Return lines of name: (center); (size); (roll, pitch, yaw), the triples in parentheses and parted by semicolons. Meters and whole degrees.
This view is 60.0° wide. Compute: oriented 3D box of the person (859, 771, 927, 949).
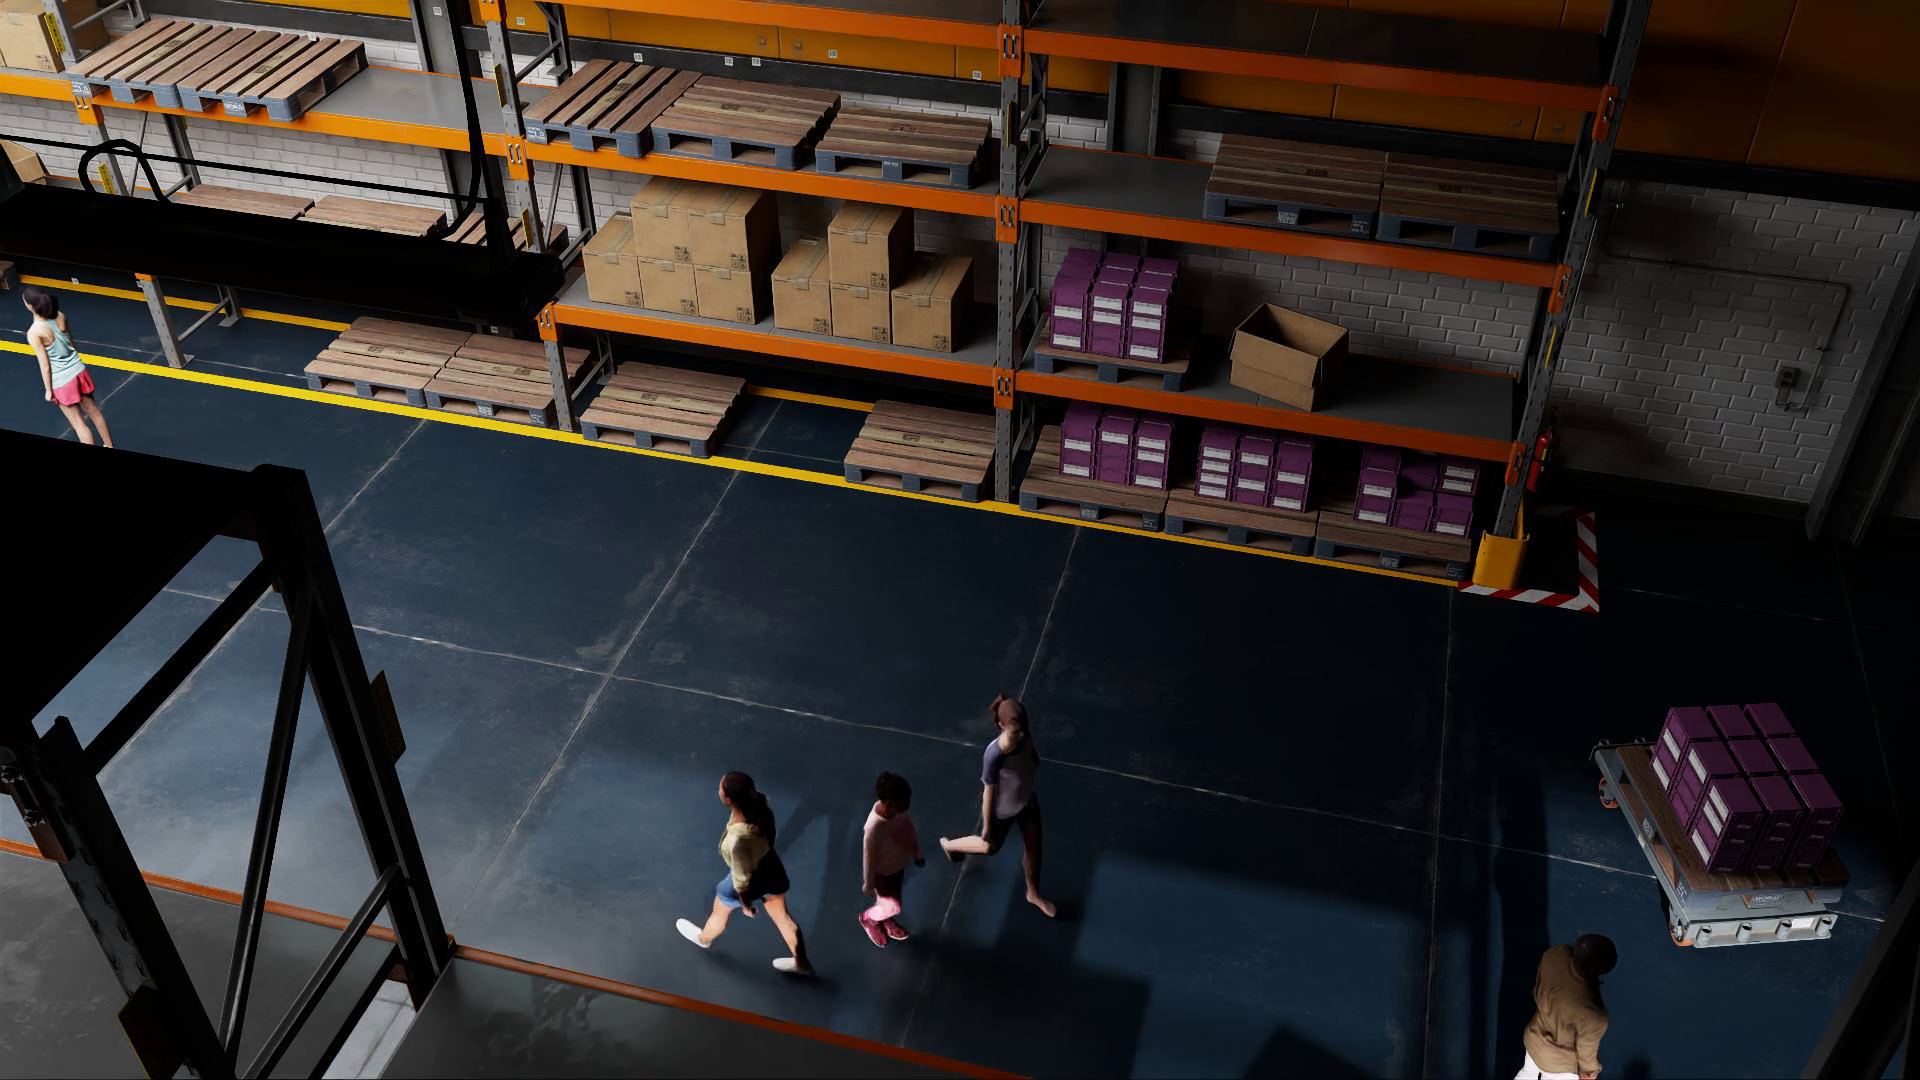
person: (-0.504, 1.912, 10.053); (0.645, 1.440, 0.648); (19, 42, 22)

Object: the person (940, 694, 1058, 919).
person: (0.225, 1.591, 10.219); (1.148, 1.735, 0.896); (27, 46, 30)

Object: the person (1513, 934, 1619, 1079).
person: (3.151, 2.691, 8.768); (0.751, 1.825, 0.796); (-6, 39, -7)

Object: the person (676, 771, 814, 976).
person: (-1.131, 2.014, 9.818); (1.142, 1.574, 0.717); (12, 40, 15)

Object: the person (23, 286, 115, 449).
person: (-7.444, -1.342, 13.867); (0.568, 1.765, 0.581); (10, 40, 12)
